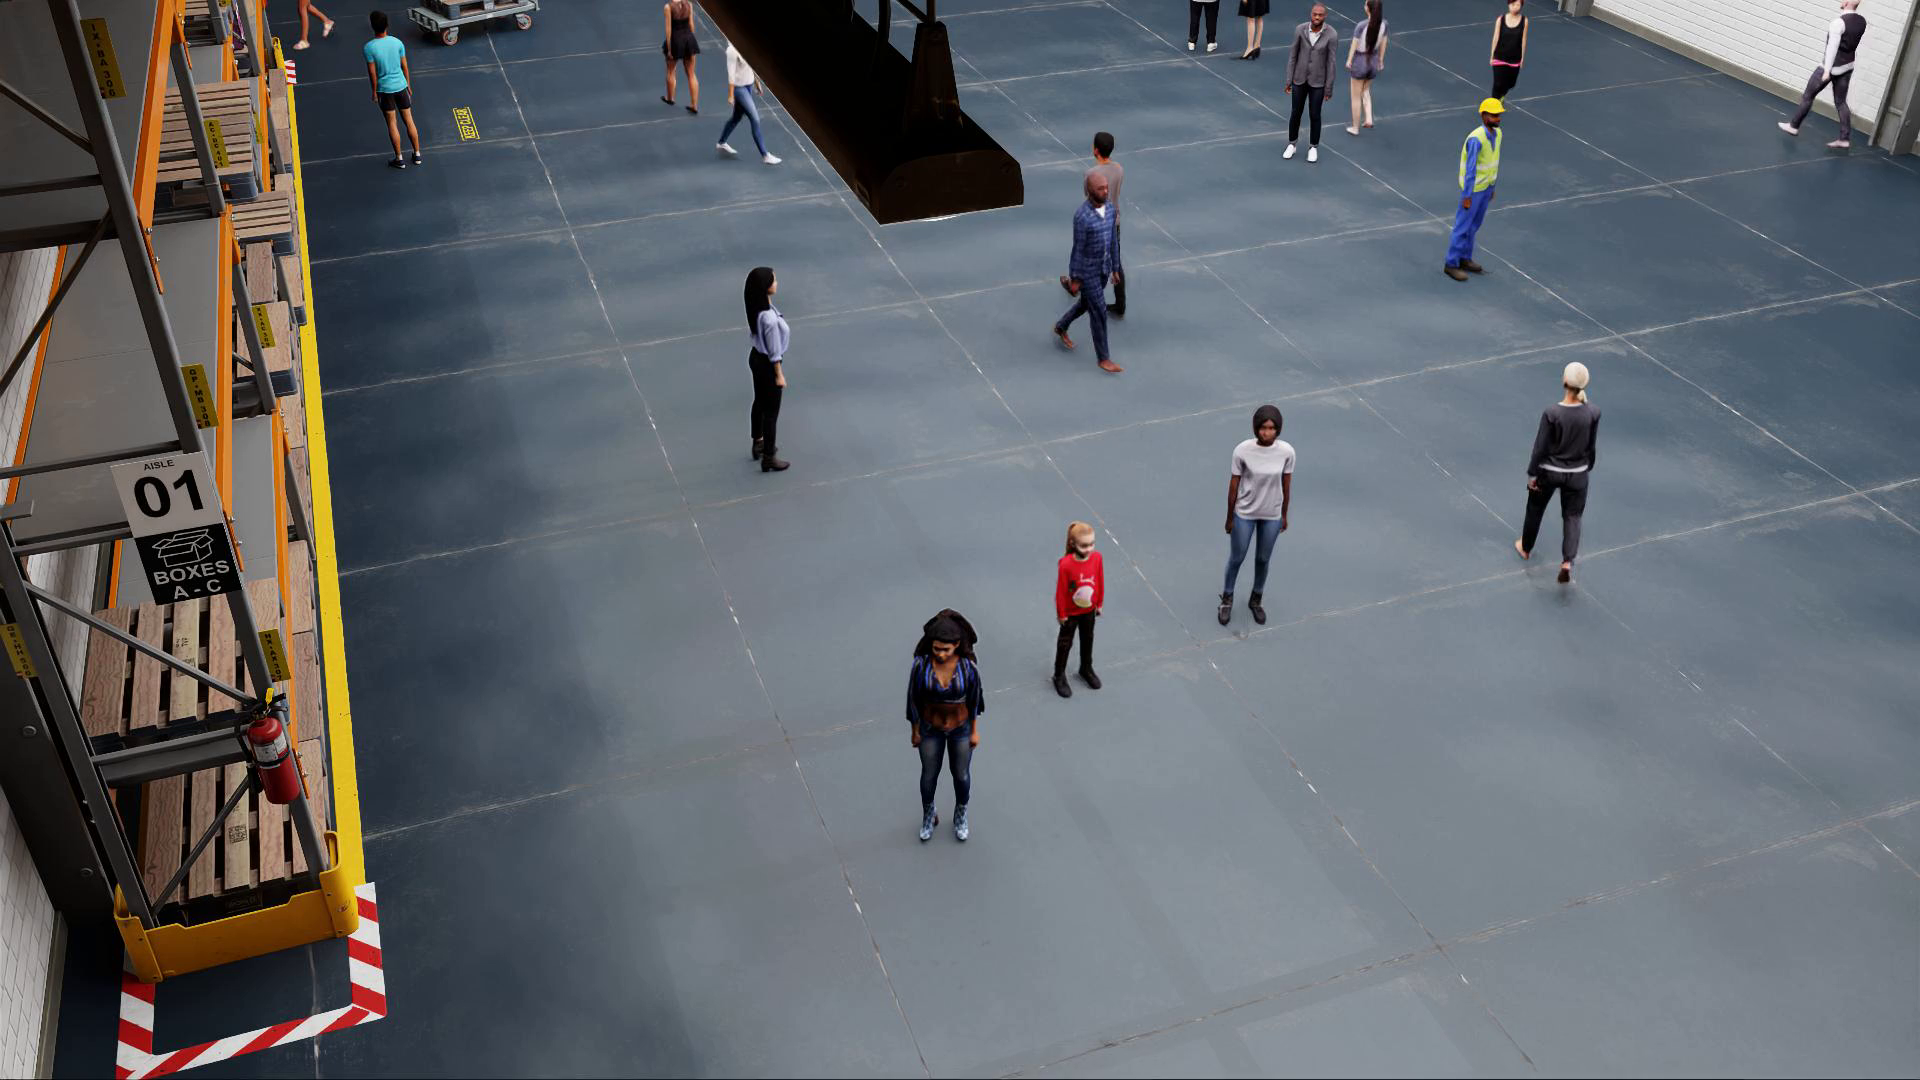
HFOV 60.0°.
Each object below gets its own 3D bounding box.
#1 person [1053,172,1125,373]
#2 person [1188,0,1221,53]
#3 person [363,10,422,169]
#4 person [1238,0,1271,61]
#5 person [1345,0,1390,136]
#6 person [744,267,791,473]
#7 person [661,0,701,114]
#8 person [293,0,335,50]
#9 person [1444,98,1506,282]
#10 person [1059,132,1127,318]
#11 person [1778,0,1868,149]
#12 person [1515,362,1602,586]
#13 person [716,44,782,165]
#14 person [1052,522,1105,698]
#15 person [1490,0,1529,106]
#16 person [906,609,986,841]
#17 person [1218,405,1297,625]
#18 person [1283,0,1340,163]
[{"bbox_3d":[1.125,-2.448,14.942,1.251,1.785,1.012,27,42,35],"label":"person"},{"bbox_3d":[3.348,-7.556,22.715,0.764,1.687,0.805,10,35,15],"label":"person"},{"bbox_3d":[-6.486,-5.150,19.015,0.670,1.776,0.621,-22,40,-30],"label":"person"},{"bbox_3d":[3.963,-7.355,22.360,0.687,1.746,0.695,-28,43,-35],"label":"person"},{"bbox_3d":[4.886,-5.630,19.863,0.609,1.637,0.595,-14,36,-20],"label":"person"},{"bbox_3d":[-1.565,-1.380,13.373,0.722,1.743,0.526,-15,37,-22],"label":"person"},{"bbox_3d":[-3.407,-6.085,20.533,0.763,1.652,0.980,-23,40,-30],"label":"person"},{"bbox_3d":[-9.026,-7.691,22.938,1.058,1.666,1.081,18,37,24],"label":"person"},{"bbox_3d":[5.132,-3.501,16.502,0.746,1.812,0.713,-28,43,-35],"label":"person"},{"bbox_3d":[1.403,-2.927,15.714,0.889,1.728,1.162,-18,38,-25],"label":"person"},{"bbox_3d":[10.301,-5.441,19.454,0.730,1.774,1.231,-13,36,-18],"label":"person"},{"bbox_3d":[4.384,-0.478,12.046,0.885,1.710,1.040,3,34,5],"label":"person"},{"bbox_3d":[-2.582,-5.166,19.131,1.151,1.674,1.143,11,35,17],"label":"person"},{"bbox_3d":[0.783,0.440,11.053,0.517,1.281,0.513,-14,36,-21],"label":"person"},{"bbox_3d":[6.733,-5.954,20.448,0.845,1.529,1.025,6,34,9],"label":"person"},{"bbox_3d":[-0.083,1.106,9.746,0.688,1.618,0.670,1,34,1],"label":"person"},{"bbox_3d":[2.066,-0.173,11.579,0.648,1.719,0.619,0,34,0],"label":"person"},{"bbox_3d":[4.042,-5.293,19.195,0.781,1.814,0.845,15,36,21],"label":"person"}]
